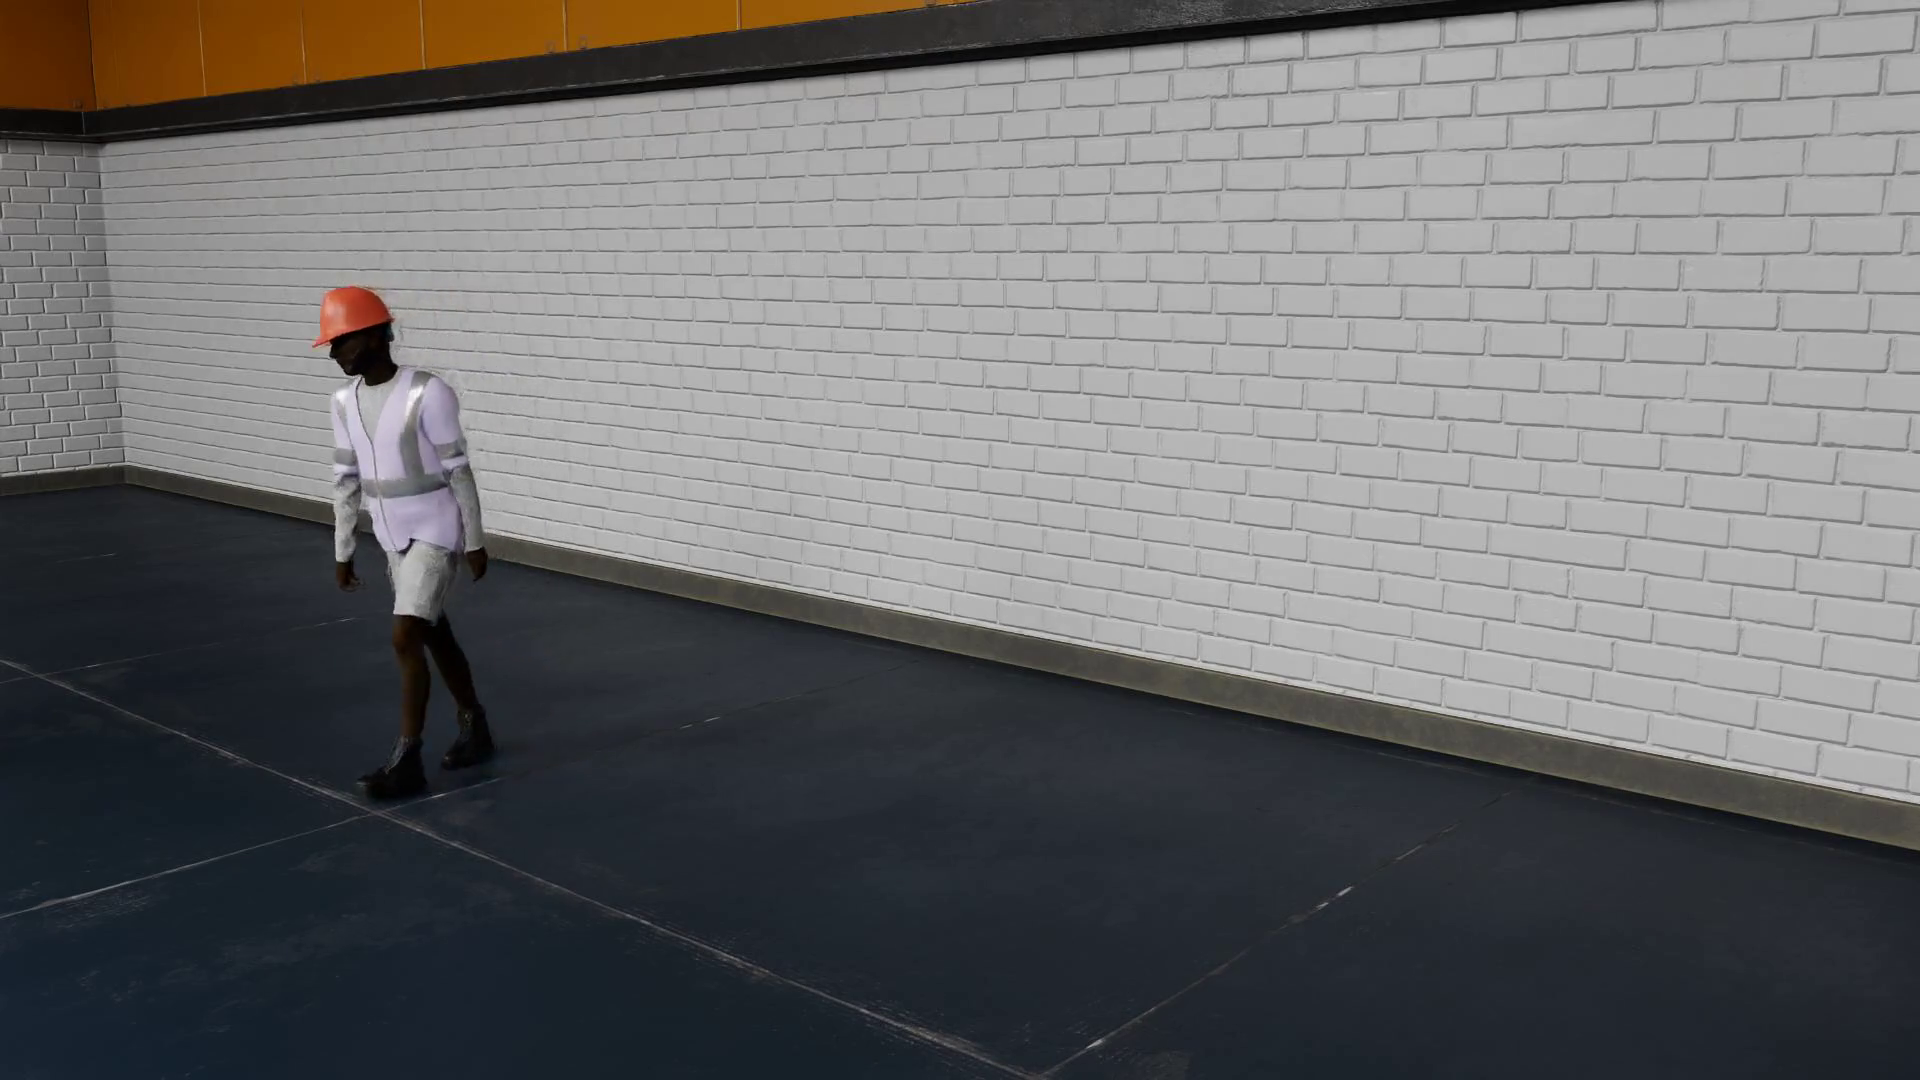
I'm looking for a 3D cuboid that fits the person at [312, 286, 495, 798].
[{"bbox_3d":[-2.112,-0.001,6.247,0.550,1.876,0.870,6,12,30],"label":"person"}]
